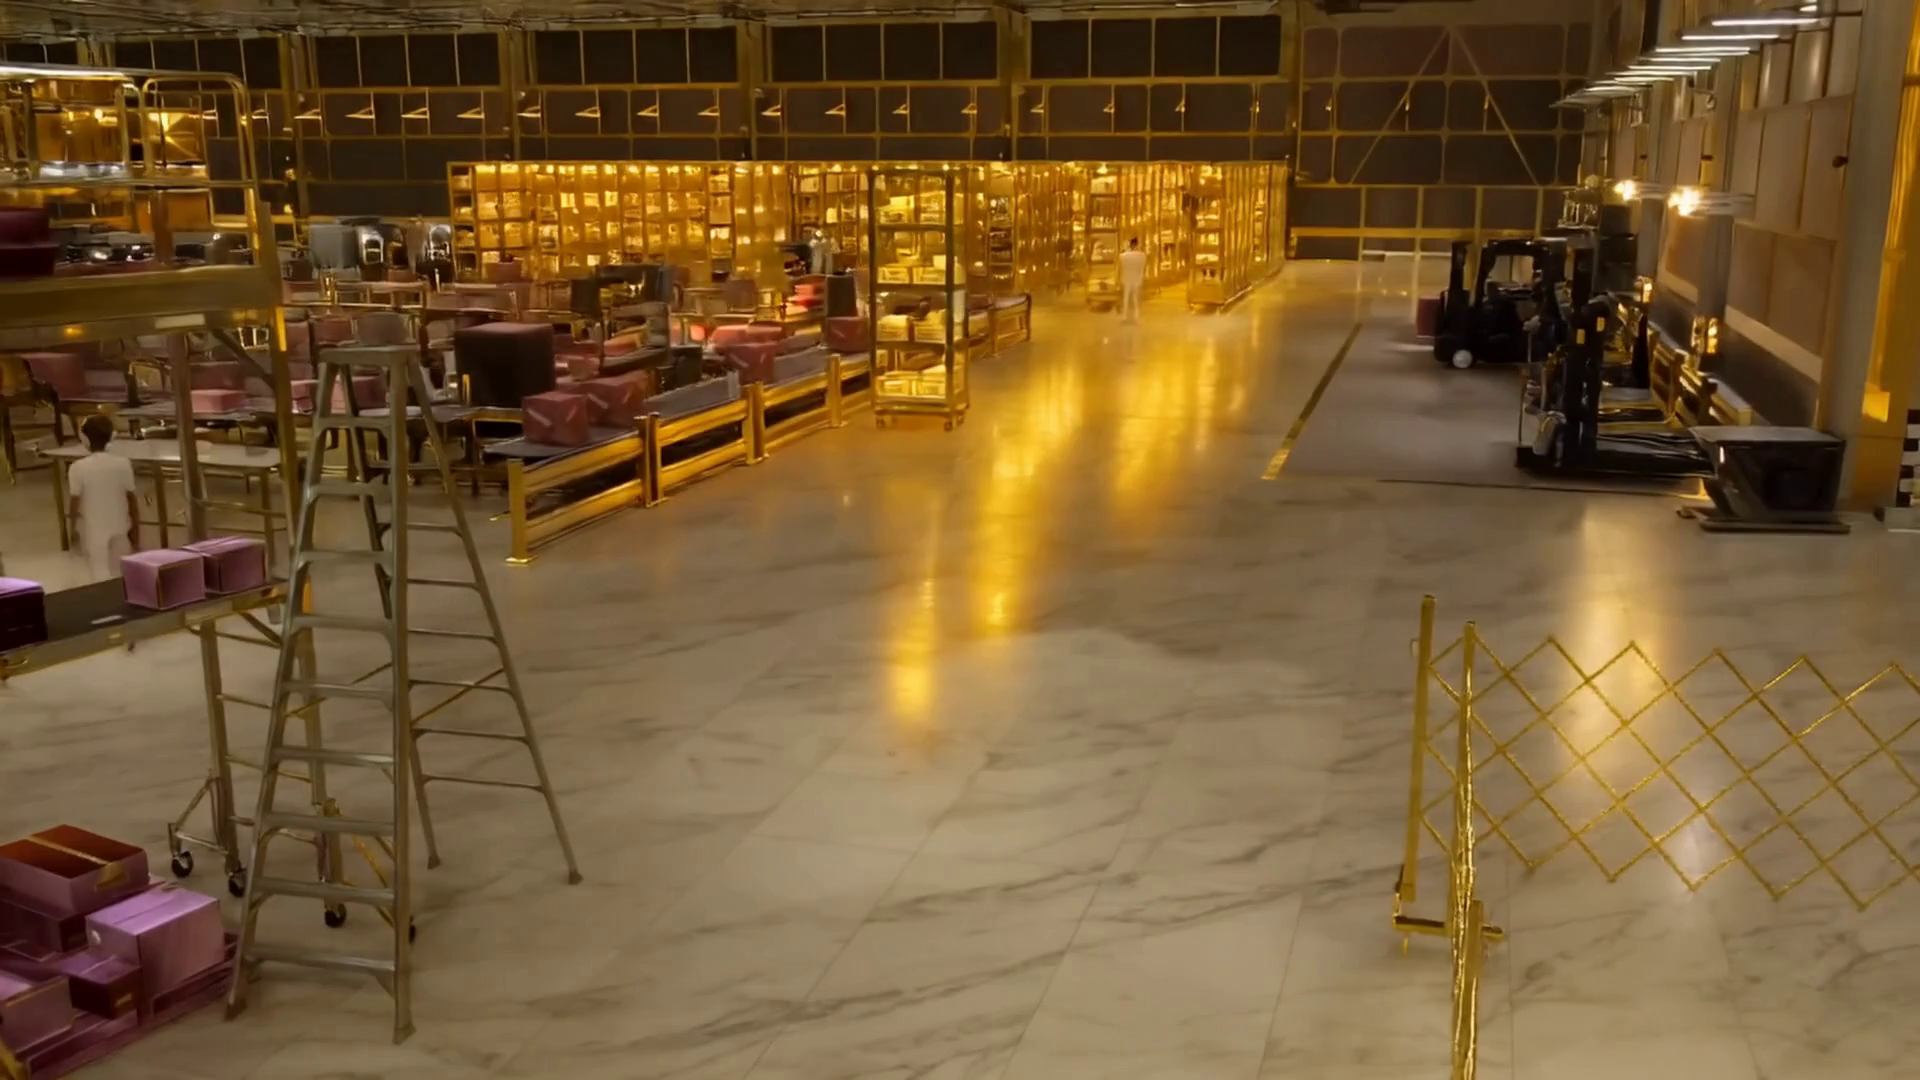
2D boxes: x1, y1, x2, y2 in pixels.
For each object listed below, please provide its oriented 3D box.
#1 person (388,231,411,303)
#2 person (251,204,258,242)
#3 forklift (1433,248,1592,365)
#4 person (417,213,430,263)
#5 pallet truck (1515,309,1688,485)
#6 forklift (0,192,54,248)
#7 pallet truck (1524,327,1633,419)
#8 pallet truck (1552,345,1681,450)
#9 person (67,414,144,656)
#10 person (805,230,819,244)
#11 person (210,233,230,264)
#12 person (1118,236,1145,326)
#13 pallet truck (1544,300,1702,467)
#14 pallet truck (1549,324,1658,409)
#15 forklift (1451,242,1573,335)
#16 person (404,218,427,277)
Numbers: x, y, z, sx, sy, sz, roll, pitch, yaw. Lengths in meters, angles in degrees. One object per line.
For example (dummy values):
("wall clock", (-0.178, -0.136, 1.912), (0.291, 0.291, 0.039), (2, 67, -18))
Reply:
("person", (-14.506, -7.076, 43.092), (0.566, 1.847, 0.389), (-1, 13, -6))
("person", (-27.967, -12.433, 66.106), (0.866, 1.913, 0.550), (5, 14, 22))
("forklift", (9.780, -4.111, 29.280), (2.680, 1.987, 1.157), (3, 13, 14))
("person", (-19.144, -10.738, 59.164), (0.485, 1.735, 0.346), (-8, 15, -32))
("pallet truck", (7.554, -1.677, 19.446), (1.885, 1.965, 0.823), (3, 13, 14))
("forklift", (-28.862, -9.436, 51.033), (1.129, 2.768, 1.873), (1, 13, 3))
("pallet truck", (9.065, -2.460, 24.370), (1.522, 1.261, 0.704), (3, 13, 14))
("pallet truck", (8.641, -1.896, 21.908), (1.630, 1.274, 0.653), (4, 14, 16))
("person", (-6.474, -0.031, 12.676), (0.782, 1.852, 0.516), (9, 16, 35))
("person", (-3.868, -7.369, 44.391), (0.403, 1.833, 0.590), (12, 18, 43))
("person", (-19.826, -7.425, 44.686), (0.574, 1.809, 0.607), (6, 14, 23))
("person", (3.838, -5.804, 37.268), (0.622, 1.996, 0.370), (11, 17, 39))
("pallet truck", (8.263, -1.952, 20.631), (1.885, 1.965, 0.823), (5, 14, 20))
("pallet truck", (9.824, -2.669, 25.407), (1.601, 1.201, 0.680), (4, 14, 16))
("forklift", (10.464, -4.597, 31.405), (2.680, 1.987, 1.157), (4, 14, 16))
("person", (-16.603, -8.879, 50.832), (0.647, 1.872, 0.876), (-7, 15, -28))
